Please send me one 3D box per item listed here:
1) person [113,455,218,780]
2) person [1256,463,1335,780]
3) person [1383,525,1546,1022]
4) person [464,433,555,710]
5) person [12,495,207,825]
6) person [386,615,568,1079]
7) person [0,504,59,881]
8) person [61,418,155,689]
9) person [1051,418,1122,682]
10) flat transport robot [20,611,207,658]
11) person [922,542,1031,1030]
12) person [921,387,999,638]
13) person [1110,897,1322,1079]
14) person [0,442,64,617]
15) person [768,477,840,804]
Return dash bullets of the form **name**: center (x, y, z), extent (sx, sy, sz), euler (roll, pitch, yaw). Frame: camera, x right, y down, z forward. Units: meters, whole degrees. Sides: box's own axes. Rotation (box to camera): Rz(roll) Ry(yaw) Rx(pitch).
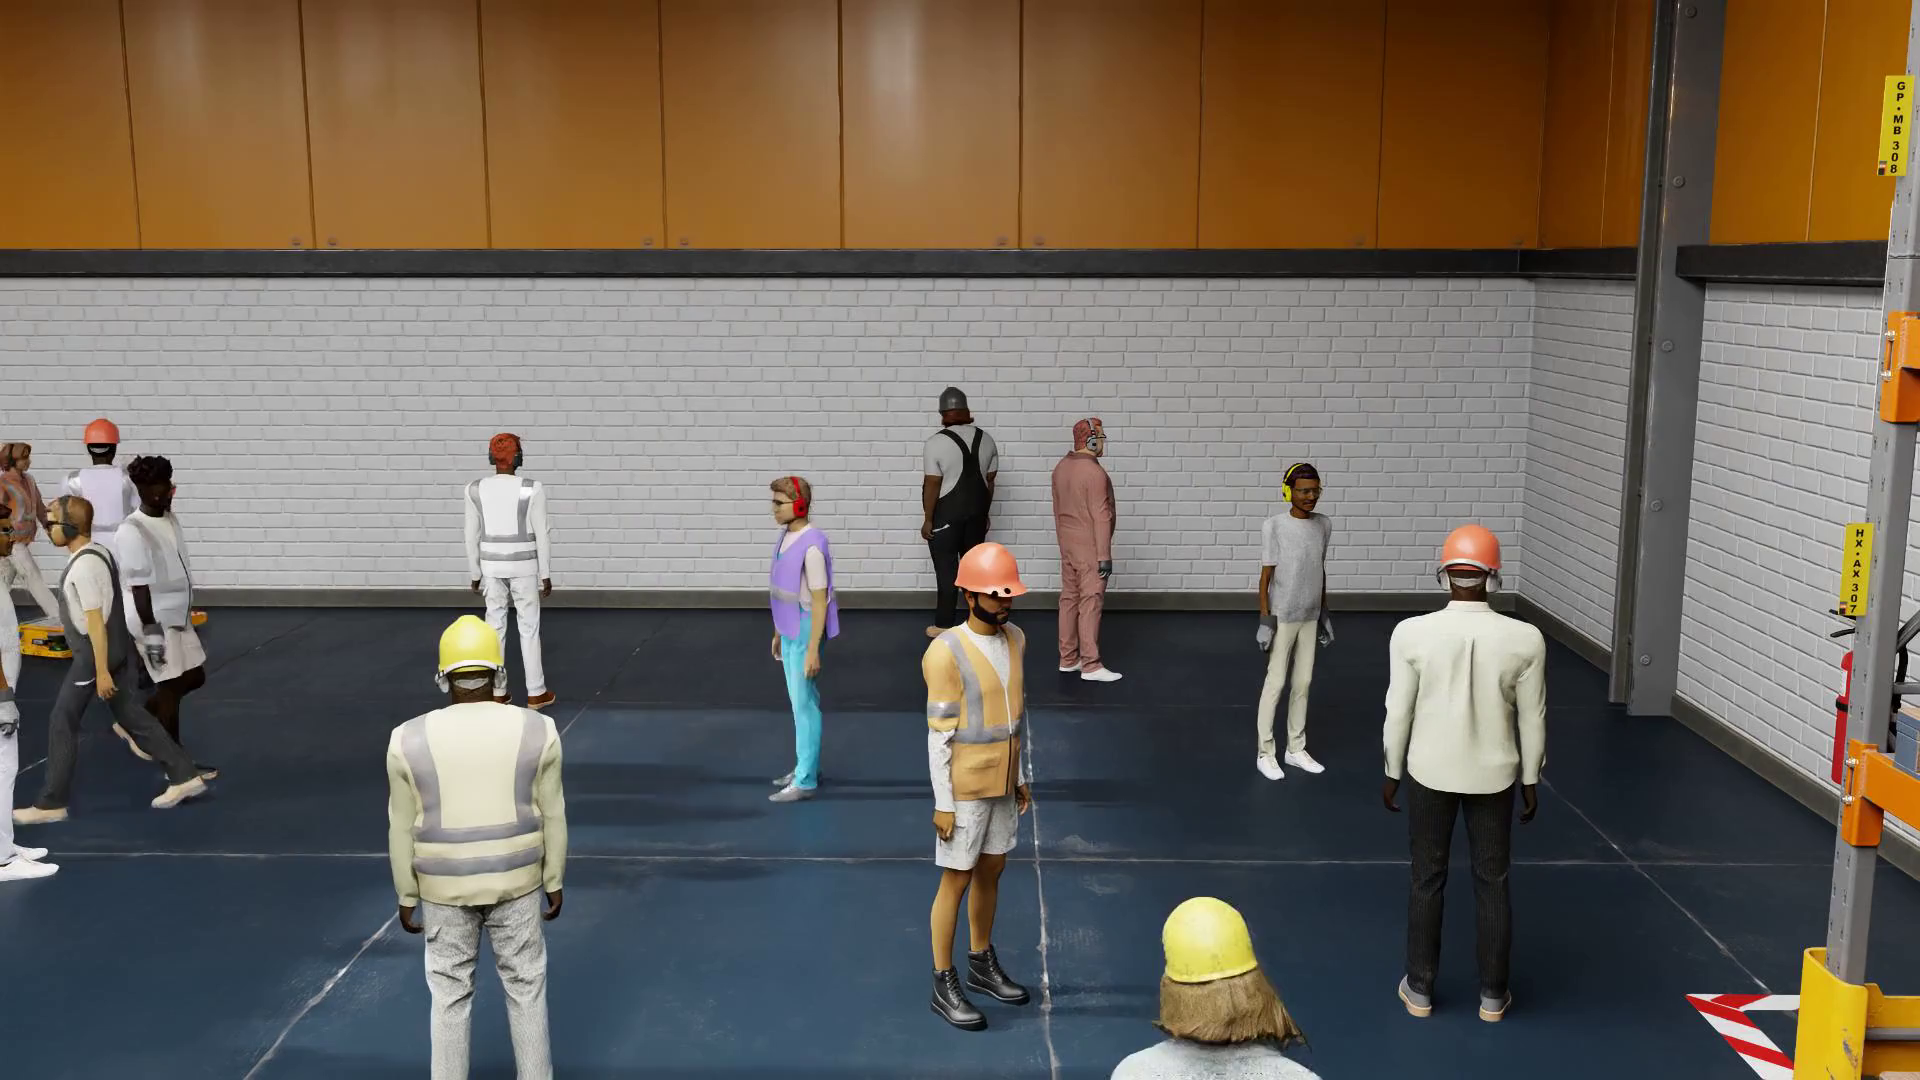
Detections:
- **person**: center (-4.682, 0.459, 9.646), extent (0.543, 1.937, 0.610), euler (0, 9, 0)
- **person**: center (1.976, 0.468, 9.782), extent (0.535, 1.868, 0.309), euler (-5, 11, -27)
- **person**: center (2.006, 0.928, 6.657), extent (0.621, 1.989, 0.398), euler (2, 10, 12)
- **person**: center (-3.038, 0.219, 11.244), extent (0.576, 1.880, 0.362), euler (1, 10, 5)
- **person**: center (-4.652, 0.634, 9.042), extent (0.970, 1.796, 0.516), euler (-2, 10, -14)
- **person**: center (-1.657, 1.167, 5.755), extent (0.590, 1.823, 0.405), euler (-3, 10, -18)
- **person**: center (-4.715, 0.739, 8.172), extent (0.316, 1.865, 0.532), euler (-7, 12, -36)
- **person**: center (-5.985, 0.111, 11.723), extent (0.553, 1.934, 0.374), euler (-4, 10, -22)
- **person**: center (0.929, 0.067, 12.070), extent (0.407, 1.910, 0.638), euler (-5, 11, -27)
- **flat transport robot**: center (-6.817, 0.681, 13.282), extent (0.652, 0.197, 1.431), euler (3, 10, 20)
- **person**: center (0.102, 0.961, 6.626), extent (0.376, 1.935, 0.550), euler (8, 12, 39)
- **person**: center (-0.058, -0.227, 13.430), extent (0.686, 2.000, 0.535), euler (-7, 12, -35)
- **person**: center (0.549, 1.603, 3.490), extent (0.492, 1.691, 0.654), euler (2, 10, 12)
- **person**: center (-7.513, 0.011, 13.355), extent (0.912, 1.587, 0.511), euler (-1, 10, -8)
- **person**: center (-0.942, 0.565, 9.364), extent (0.507, 1.840, 0.576), euler (-4, 10, -22)
